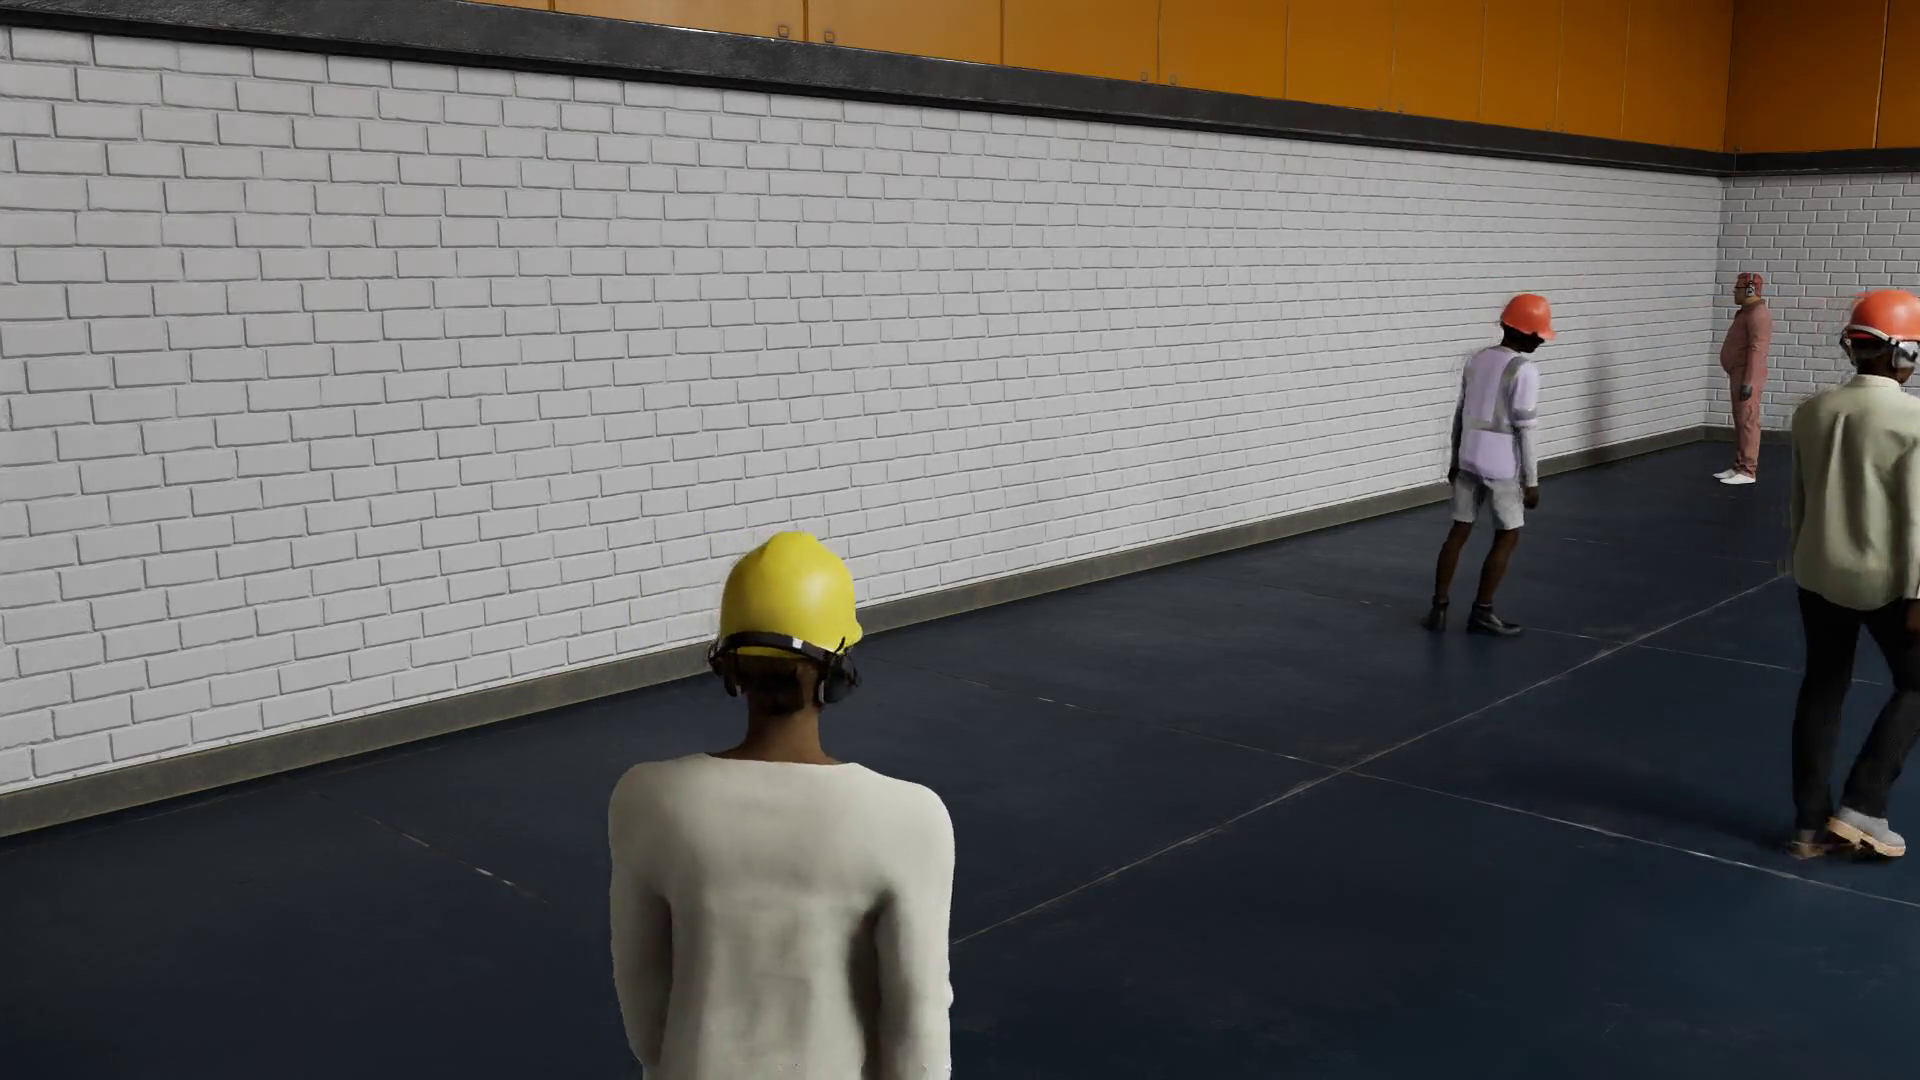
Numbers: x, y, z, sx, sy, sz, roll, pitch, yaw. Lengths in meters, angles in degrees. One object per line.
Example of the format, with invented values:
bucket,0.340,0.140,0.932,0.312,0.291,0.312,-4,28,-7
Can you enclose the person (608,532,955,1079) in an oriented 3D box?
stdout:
person,-0.272,0.844,2.505,0.538,1.716,0.955,1,10,5

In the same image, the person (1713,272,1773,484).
person,7.082,-1.455,15.050,0.399,1.909,0.642,3,11,18

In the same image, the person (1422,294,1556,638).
person,2.864,-0.397,9.125,0.485,1.892,0.672,-4,11,-23

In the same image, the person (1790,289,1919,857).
person,3.140,0.137,5.745,0.496,1.979,0.629,-4,11,-21
